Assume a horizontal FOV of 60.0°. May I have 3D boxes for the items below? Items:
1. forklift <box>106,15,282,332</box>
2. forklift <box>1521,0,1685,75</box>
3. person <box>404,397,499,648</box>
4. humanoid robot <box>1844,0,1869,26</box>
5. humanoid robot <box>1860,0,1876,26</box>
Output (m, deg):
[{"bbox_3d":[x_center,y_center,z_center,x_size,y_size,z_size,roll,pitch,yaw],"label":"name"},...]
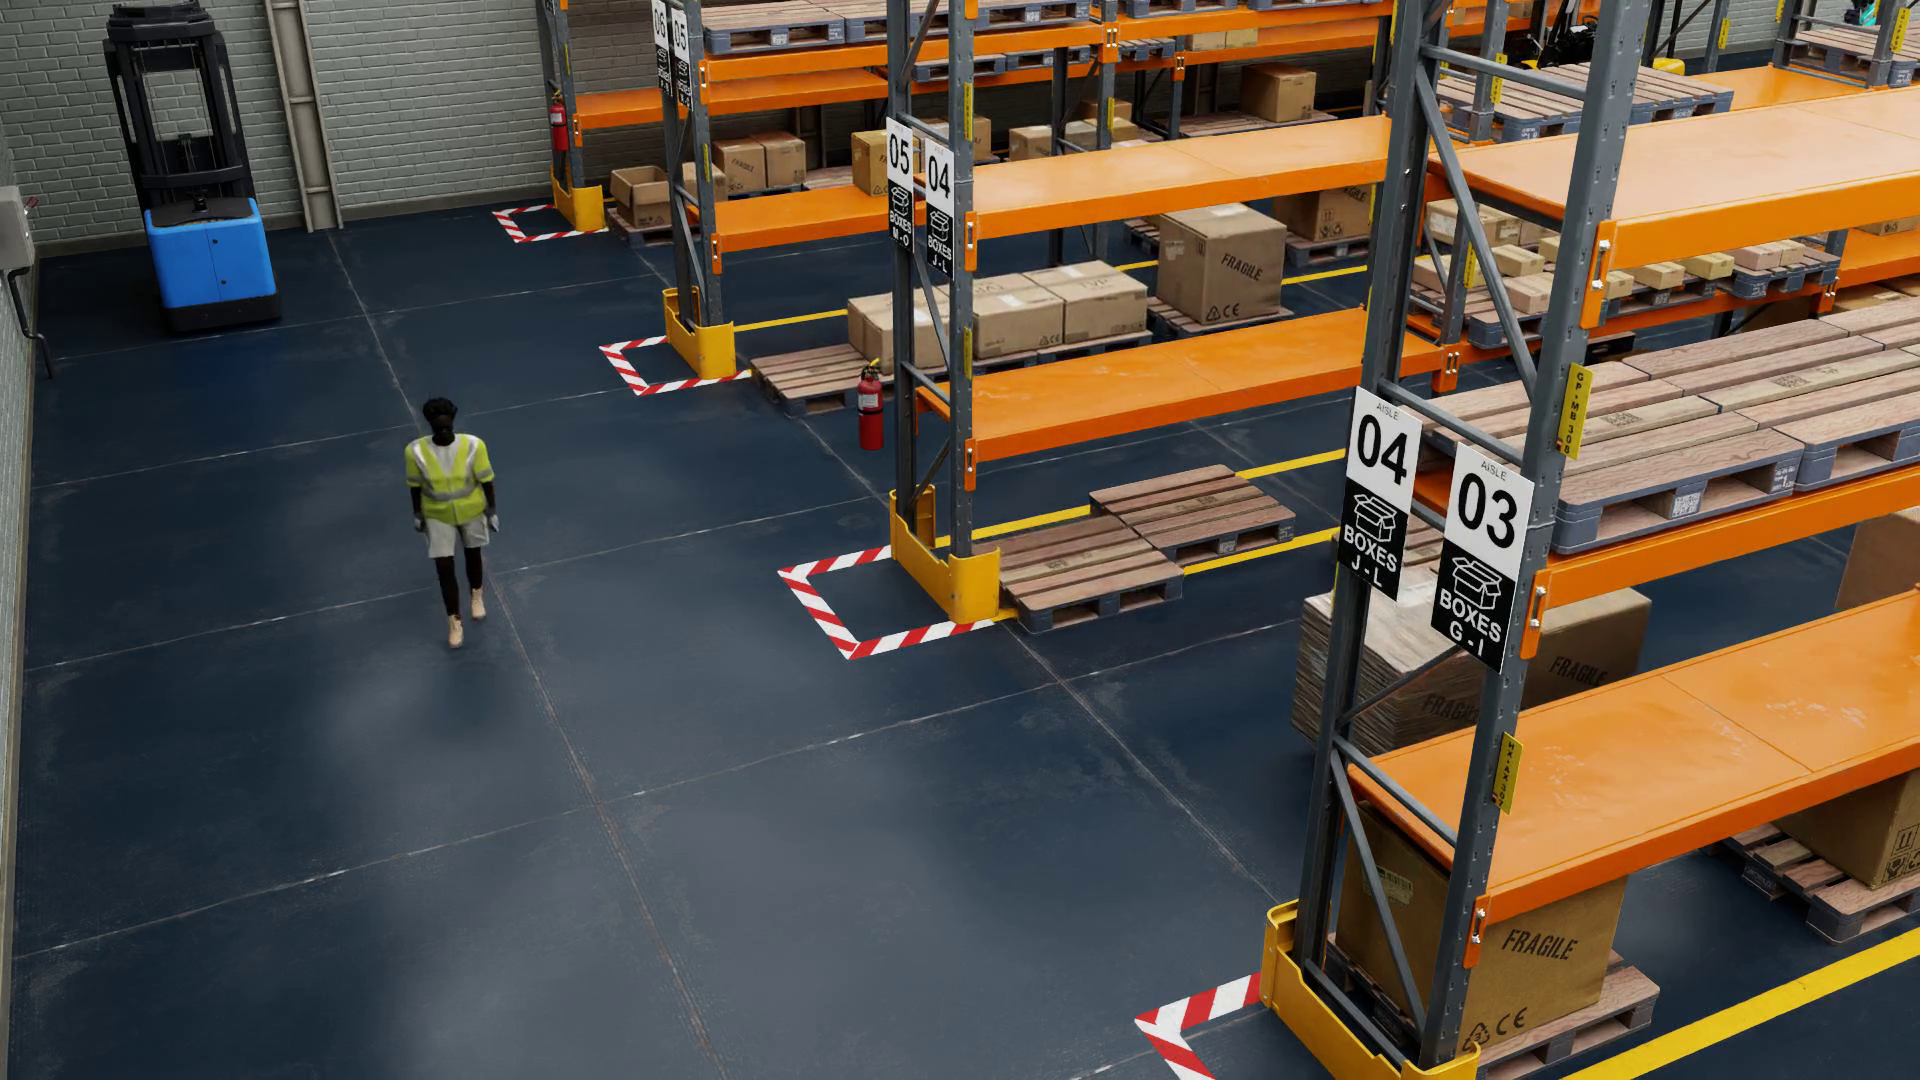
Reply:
[{"bbox_3d":[-7.548,-3.672,16.323,1.129,2.768,1.873,-12,30,-22],"label":"forklift"},{"bbox_3d":[8.950,-6.807,23.056,1.214,2.155,2.313,-12,30,-22],"label":"forklift"},{"bbox_3d":[-3.272,-0.128,10.815,0.550,1.660,0.769,-9,29,-17],"label":"person"},{"bbox_3d":[14.154,-8.190,26.296,0.773,1.626,0.600,12,30,21],"label":"humanoid robot"},{"bbox_3d":[14.727,-8.646,26.923,0.735,1.676,0.533,-12,30,-22],"label":"humanoid robot"}]
